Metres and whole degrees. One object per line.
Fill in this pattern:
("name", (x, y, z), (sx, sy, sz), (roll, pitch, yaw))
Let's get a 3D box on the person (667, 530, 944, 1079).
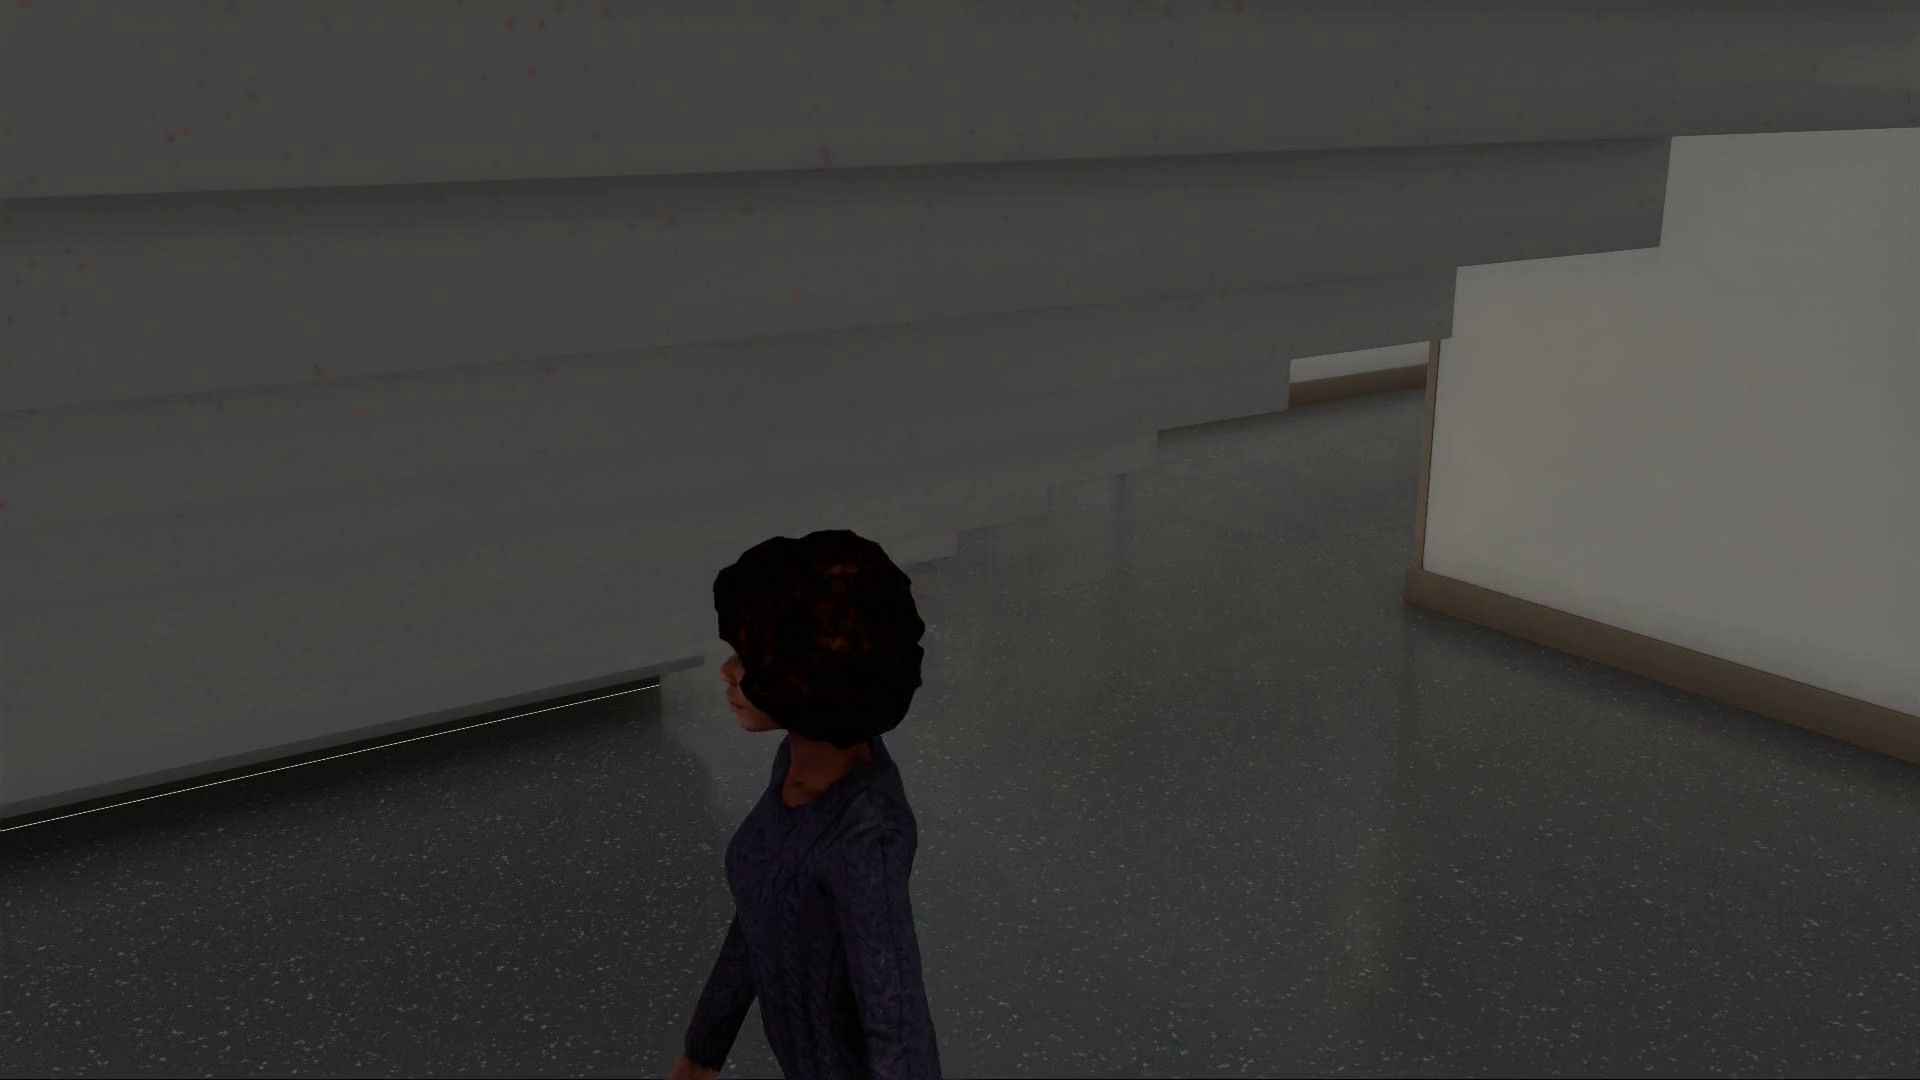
("person", (-0.065, 0.824, 2.379), (0.946, 1.668, 1.074), (-3, 16, -9))
